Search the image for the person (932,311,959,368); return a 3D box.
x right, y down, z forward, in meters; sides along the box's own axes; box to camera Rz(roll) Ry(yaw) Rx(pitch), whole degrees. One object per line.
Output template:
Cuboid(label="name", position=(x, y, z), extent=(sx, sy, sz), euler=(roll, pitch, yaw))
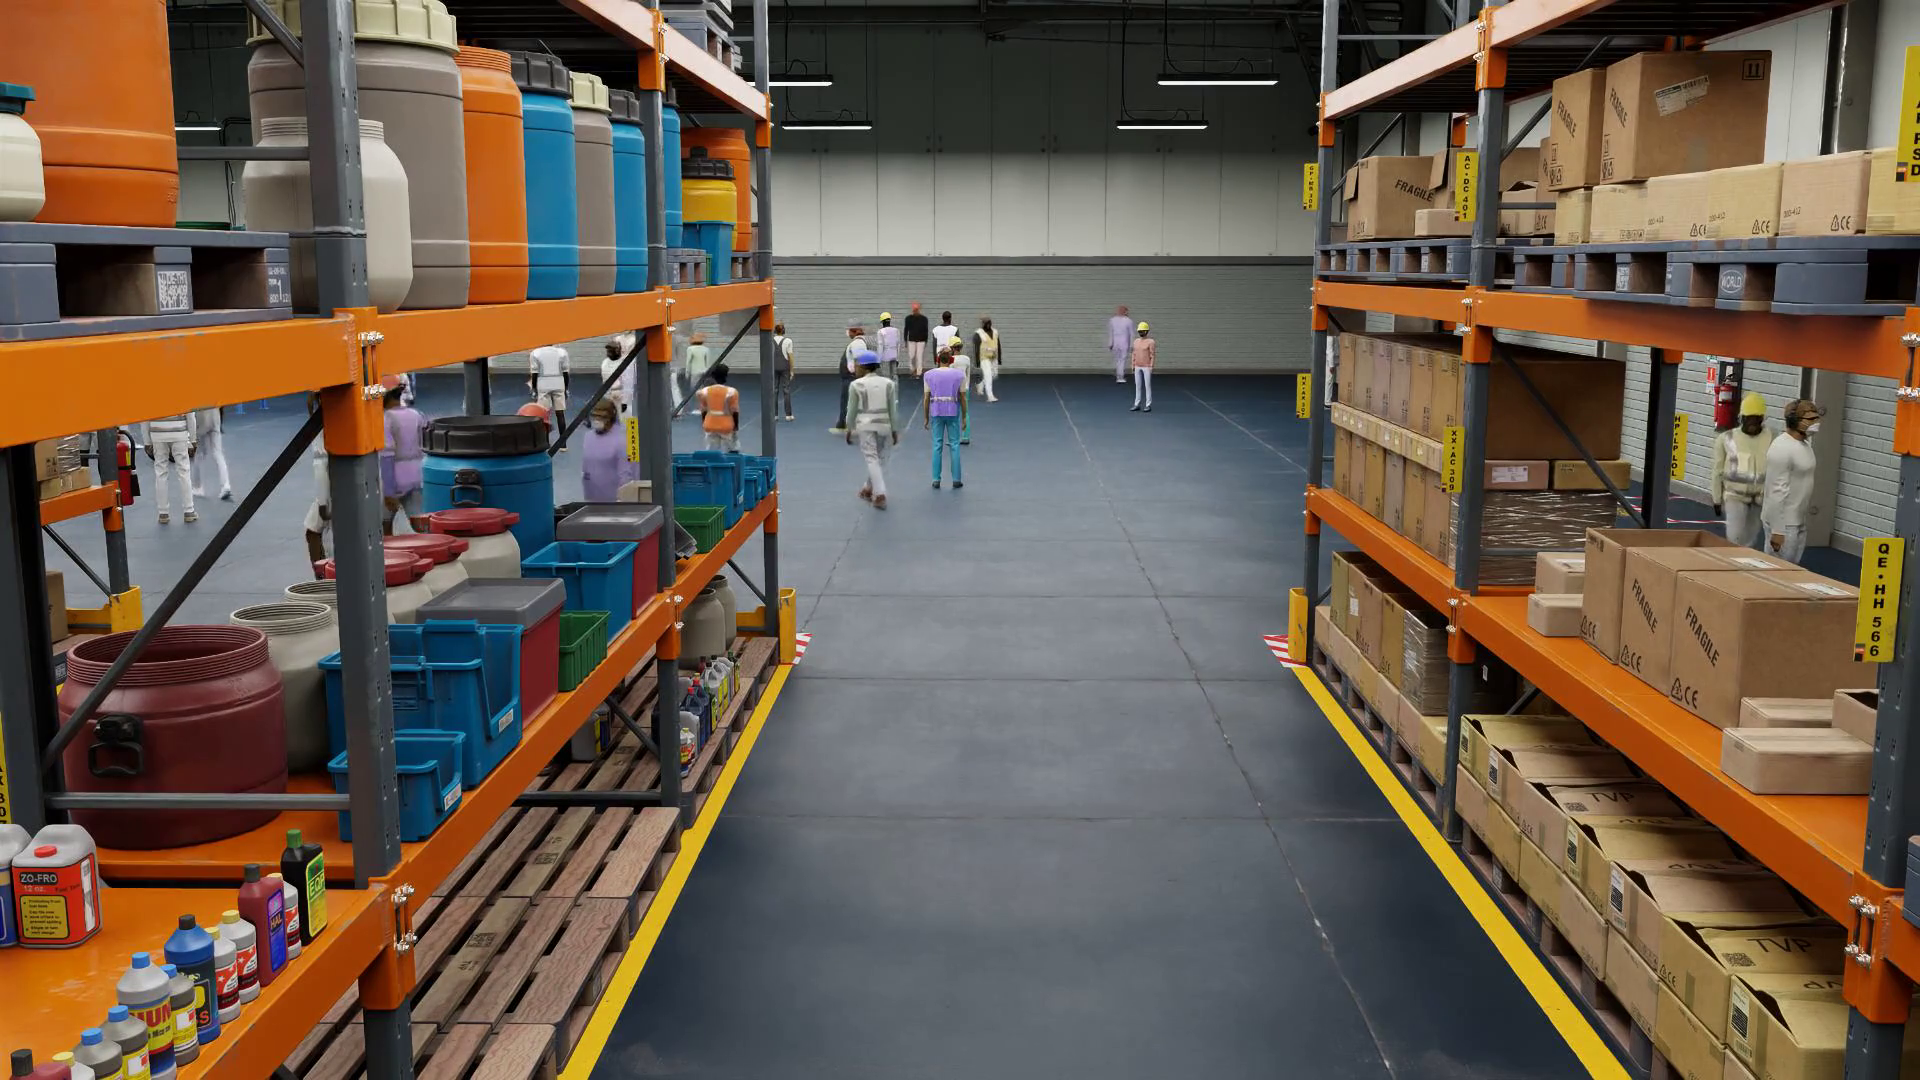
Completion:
Cuboid(label="person", position=(-0.298, -3.894, 35.339), extent=(0.603, 1.915, 0.390), euler=(3, 10, 18))

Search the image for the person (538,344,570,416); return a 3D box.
Cuboid(label="person", position=(-7.929, -3.366, 32.121), extent=(0.554, 1.935, 0.632), euler=(-7, 11, -34))

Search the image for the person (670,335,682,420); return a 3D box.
Cuboid(label="person", position=(-5.613, -3.225, 31.410), extent=(0.912, 1.887, 0.646), euler=(8, 12, 39))

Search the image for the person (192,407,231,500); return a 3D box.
Cuboid(label="person", position=(-9.443, -1.434, 20.877), extent=(0.514, 1.833, 0.920), euler=(-8, 13, -41))

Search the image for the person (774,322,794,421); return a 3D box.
Cuboid(label="person", position=(-3.362, -3.160, 31.155), extent=(0.507, 1.847, 0.343), euler=(1, 10, 5))

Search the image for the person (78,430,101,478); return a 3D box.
Cuboid(label="person", position=(-11.070, -1.424, 21.205), extent=(0.535, 1.697, 0.318), euler=(0, 9, 0))

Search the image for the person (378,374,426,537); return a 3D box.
Cuboid(label="person", position=(-4.944, -0.521, 14.925), extent=(0.946, 2.010, 0.639), euler=(3, 10, 19))

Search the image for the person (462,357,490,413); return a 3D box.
Cuboid(label="person", position=(-7.972, -2.526, 27.330), extent=(0.537, 1.850, 0.393), euler=(3, 10, 20))

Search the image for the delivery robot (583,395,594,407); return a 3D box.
Cuboid(label="delivery robot", position=(-6.623, -2.515, 30.220), extent=(0.335, 0.223, 0.698), euler=(-5, 11, -30))

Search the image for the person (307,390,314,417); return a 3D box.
Cuboid(label="person", position=(-11.659, -3.036, 30.139), extent=(0.543, 1.939, 0.355), euler=(4, 10, 23))

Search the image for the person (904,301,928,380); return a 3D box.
Cuboid(label="person", position=(-1.105, -5.056, 42.096), extent=(0.620, 1.978, 0.436), euler=(0, 9, 2))

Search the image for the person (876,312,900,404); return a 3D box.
Cuboid(label="person", position=(-1.512, -3.782, 34.675), extent=(0.589, 1.915, 0.396), euler=(-9, 13, -43))

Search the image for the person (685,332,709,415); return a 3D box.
Cuboid(label="person", position=(-5.031, -3.216, 32.168), extent=(0.612, 1.616, 0.502), euler=(8, 12, 40))

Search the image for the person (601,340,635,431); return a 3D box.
Cuboid(label="person", position=(-5.128, -2.029, 24.497), extent=(0.630, 1.814, 0.816), euler=(6, 11, 31))

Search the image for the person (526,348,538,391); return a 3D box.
Cuboid(label="person", position=(-9.392, -4.198, 37.292), extent=(0.653, 1.873, 0.663), euler=(-4, 10, -21))

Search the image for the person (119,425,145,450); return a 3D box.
Cuboid(label="person", position=(-13.559, -2.319, 26.198), extent=(1.065, 1.838, 0.661), euler=(-5, 11, -28))

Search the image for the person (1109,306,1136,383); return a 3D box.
Cuboid(label="person", position=(4.076, -4.812, 40.931), extent=(0.685, 1.879, 0.773), euler=(8, 12, 40))

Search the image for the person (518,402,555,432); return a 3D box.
Cuboid(label="person", position=(-3.339, -0.100, 12.699), extent=(0.515, 1.885, 0.584), euler=(1, 10, 7))

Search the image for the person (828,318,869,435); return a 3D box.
Cuboid(label="person", position=(-1.893, -2.796, 28.523), extent=(0.882, 2.000, 0.695), euler=(2, 10, 10))

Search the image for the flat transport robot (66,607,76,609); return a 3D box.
Cuboid(label="flat transport robot", position=(-7.848, 0.645, 13.202), extent=(0.652, 0.197, 1.431), euler=(3, 10, 17))

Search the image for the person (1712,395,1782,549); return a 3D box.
Cuboid(label="person", position=(6.996, -0.383, 14.710), extent=(0.602, 1.784, 0.921), euler=(2, 10, 12))

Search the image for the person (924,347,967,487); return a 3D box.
Cuboid(label="person", position=(-0.197, -1.613, 21.889), extent=(0.565, 1.845, 0.384), euler=(1, 10, 4))

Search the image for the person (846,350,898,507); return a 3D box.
Cuboid(label="person", position=(-1.079, -1.368, 20.329), extent=(0.621, 1.889, 1.020), euler=(-5, 11, -29))

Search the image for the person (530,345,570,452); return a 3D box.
Cuboid(label="person", position=(-6.409, -2.362, 26.019), extent=(0.603, 1.966, 0.368), euler=(-4, 10, -24))

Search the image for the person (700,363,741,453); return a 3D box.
Cuboid(label="person", position=(-3.035, -1.402, 21.122), extent=(0.535, 1.684, 0.374), euler=(2, 10, 12))

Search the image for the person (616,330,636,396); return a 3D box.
Cuboid(label="person", position=(-7.324, -3.916, 36.441), extent=(0.525, 1.586, 0.893), euler=(2, 10, 14))

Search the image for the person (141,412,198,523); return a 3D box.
Cuboid(label="person", position=(-9.015, -1.146, 18.977), extent=(0.574, 1.884, 0.356), euler=(-3, 10, -19))

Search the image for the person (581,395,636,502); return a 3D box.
Cuboid(label="person", position=(-2.800, -0.237, 13.471), extent=(0.690, 1.904, 0.527), euler=(9, 13, 43))

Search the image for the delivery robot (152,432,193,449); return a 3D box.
Cuboid(label="delivery robot", position=(-11.762, -1.517, 25.020), extent=(0.477, 0.478, 0.707), euler=(5, 11, 28))

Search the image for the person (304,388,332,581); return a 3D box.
Cuboid(label="person", position=(-5.369, -0.408, 14.203), extent=(0.793, 1.996, 0.621), euler=(3, 10, 20))

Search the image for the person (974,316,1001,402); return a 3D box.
Cuboid(label="person", position=(0.560, -3.885, 35.604), extent=(0.635, 1.818, 0.662), euler=(-7, 12, -38))

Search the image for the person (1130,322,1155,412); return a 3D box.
Cuboid(label="person", position=(3.637, -3.444, 33.099), extent=(0.522, 1.769, 0.310), euler=(8, 12, 39))

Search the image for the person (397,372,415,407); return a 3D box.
Cuboid(label="person", position=(-8.324, -2.109, 24.813), extent=(0.619, 1.866, 0.598), euler=(-1, 10, -8))

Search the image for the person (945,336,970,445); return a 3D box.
Cuboid(label="person", position=(-0.053, -2.412, 26.942), extent=(0.526, 1.760, 0.337), euler=(-9, 13, -43))

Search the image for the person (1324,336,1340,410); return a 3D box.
Cuboid(label="person", position=(7.504, -3.540, 33.508), extent=(0.403, 1.822, 0.588), euler=(2, 10, 12))

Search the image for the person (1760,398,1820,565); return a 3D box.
Cuboid(label="person", position=(6.264, -0.109, 12.601), extent=(0.352, 1.937, 0.635), euler=(8, 12, 40))
